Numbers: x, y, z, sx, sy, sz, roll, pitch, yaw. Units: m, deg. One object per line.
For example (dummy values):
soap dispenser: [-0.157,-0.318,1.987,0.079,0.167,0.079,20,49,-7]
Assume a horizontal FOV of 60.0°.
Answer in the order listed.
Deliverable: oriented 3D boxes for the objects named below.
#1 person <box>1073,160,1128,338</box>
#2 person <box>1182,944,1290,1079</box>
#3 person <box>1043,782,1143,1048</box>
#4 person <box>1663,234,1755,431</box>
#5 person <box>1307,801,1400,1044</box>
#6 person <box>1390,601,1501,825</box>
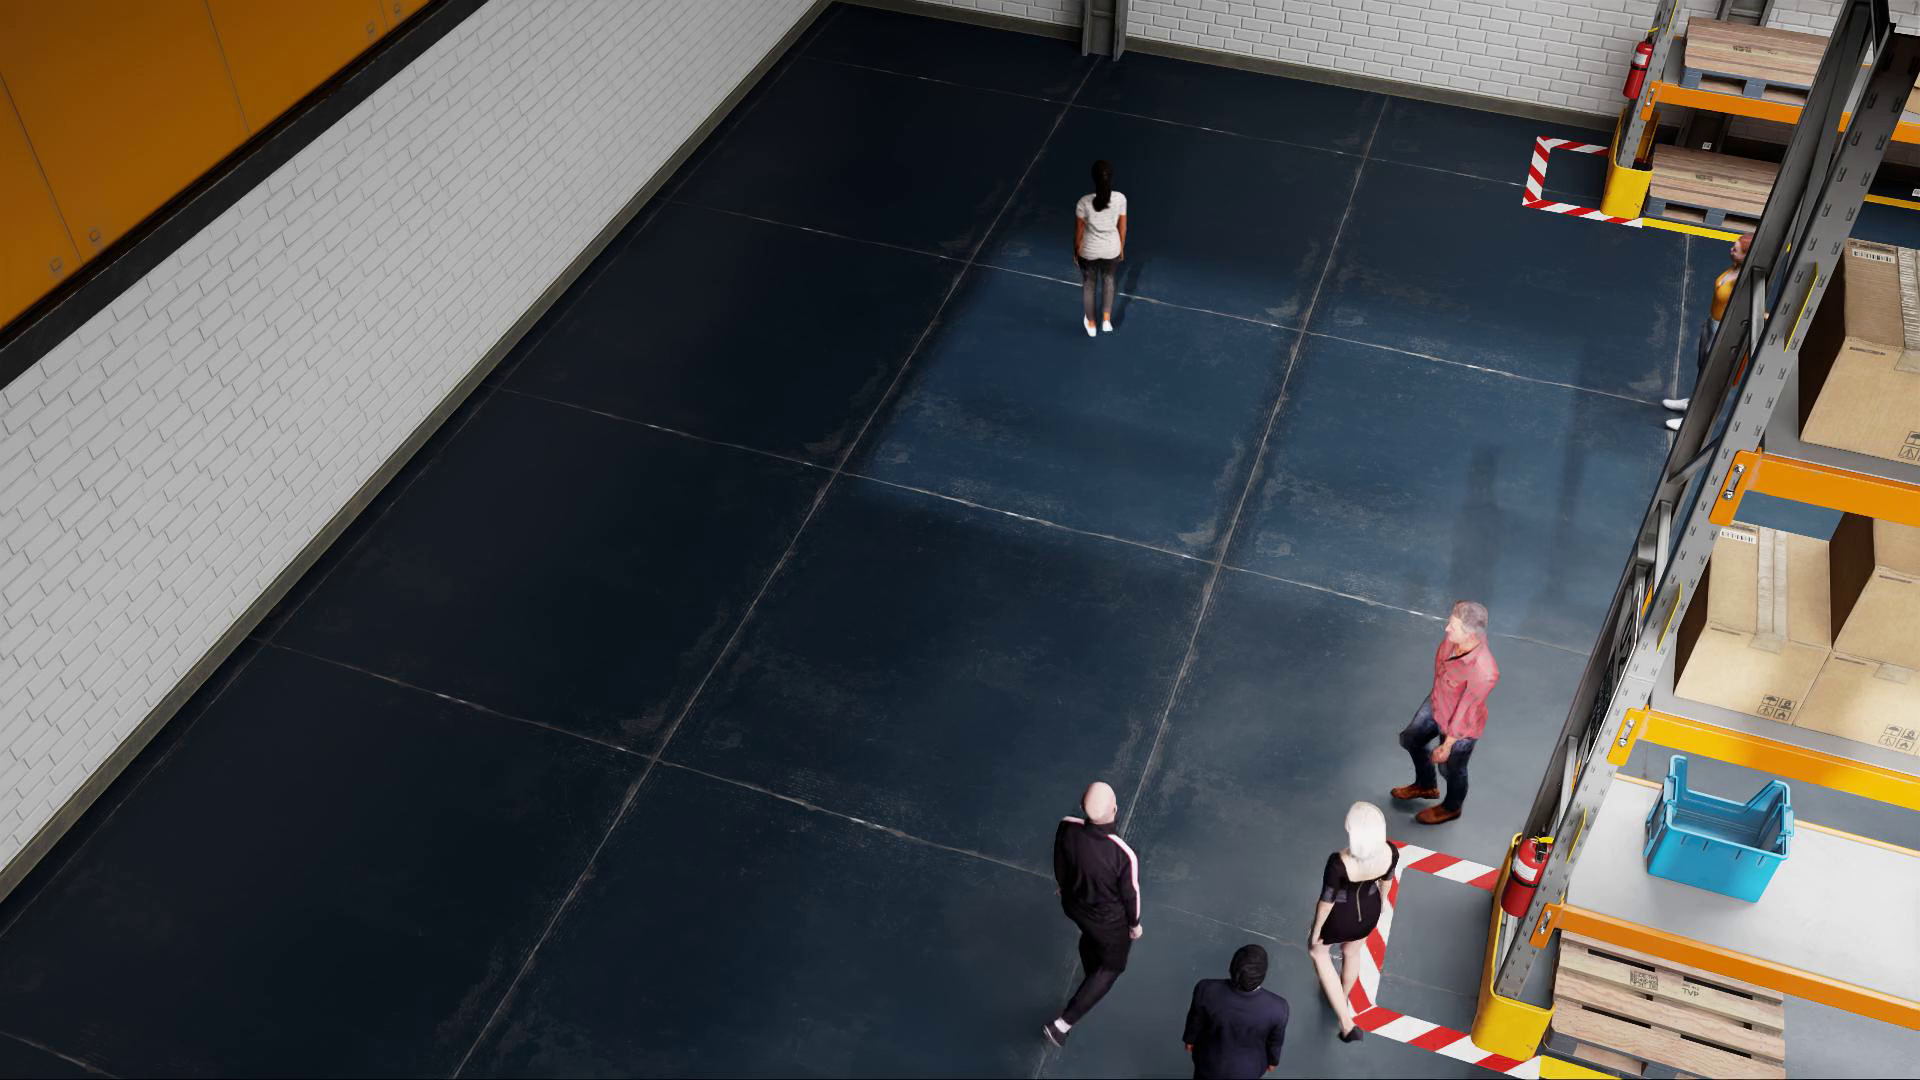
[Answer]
person: [1.144,-2.292,13.431,0.728,1.637,0.779,-5,44,-5]
person: [1.338,2.565,8.270,0.487,1.724,0.707,11,45,11]
person: [0.670,2.020,8.782,1.049,1.806,0.989,33,52,30]
person: [5.756,-1.573,12.596,0.545,1.748,0.606,10,44,10]
person: [2.068,2.060,8.733,0.864,1.816,0.907,-8,44,-9]
person: [3.008,1.025,9.823,0.845,1.812,0.844,-8,44,-8]
